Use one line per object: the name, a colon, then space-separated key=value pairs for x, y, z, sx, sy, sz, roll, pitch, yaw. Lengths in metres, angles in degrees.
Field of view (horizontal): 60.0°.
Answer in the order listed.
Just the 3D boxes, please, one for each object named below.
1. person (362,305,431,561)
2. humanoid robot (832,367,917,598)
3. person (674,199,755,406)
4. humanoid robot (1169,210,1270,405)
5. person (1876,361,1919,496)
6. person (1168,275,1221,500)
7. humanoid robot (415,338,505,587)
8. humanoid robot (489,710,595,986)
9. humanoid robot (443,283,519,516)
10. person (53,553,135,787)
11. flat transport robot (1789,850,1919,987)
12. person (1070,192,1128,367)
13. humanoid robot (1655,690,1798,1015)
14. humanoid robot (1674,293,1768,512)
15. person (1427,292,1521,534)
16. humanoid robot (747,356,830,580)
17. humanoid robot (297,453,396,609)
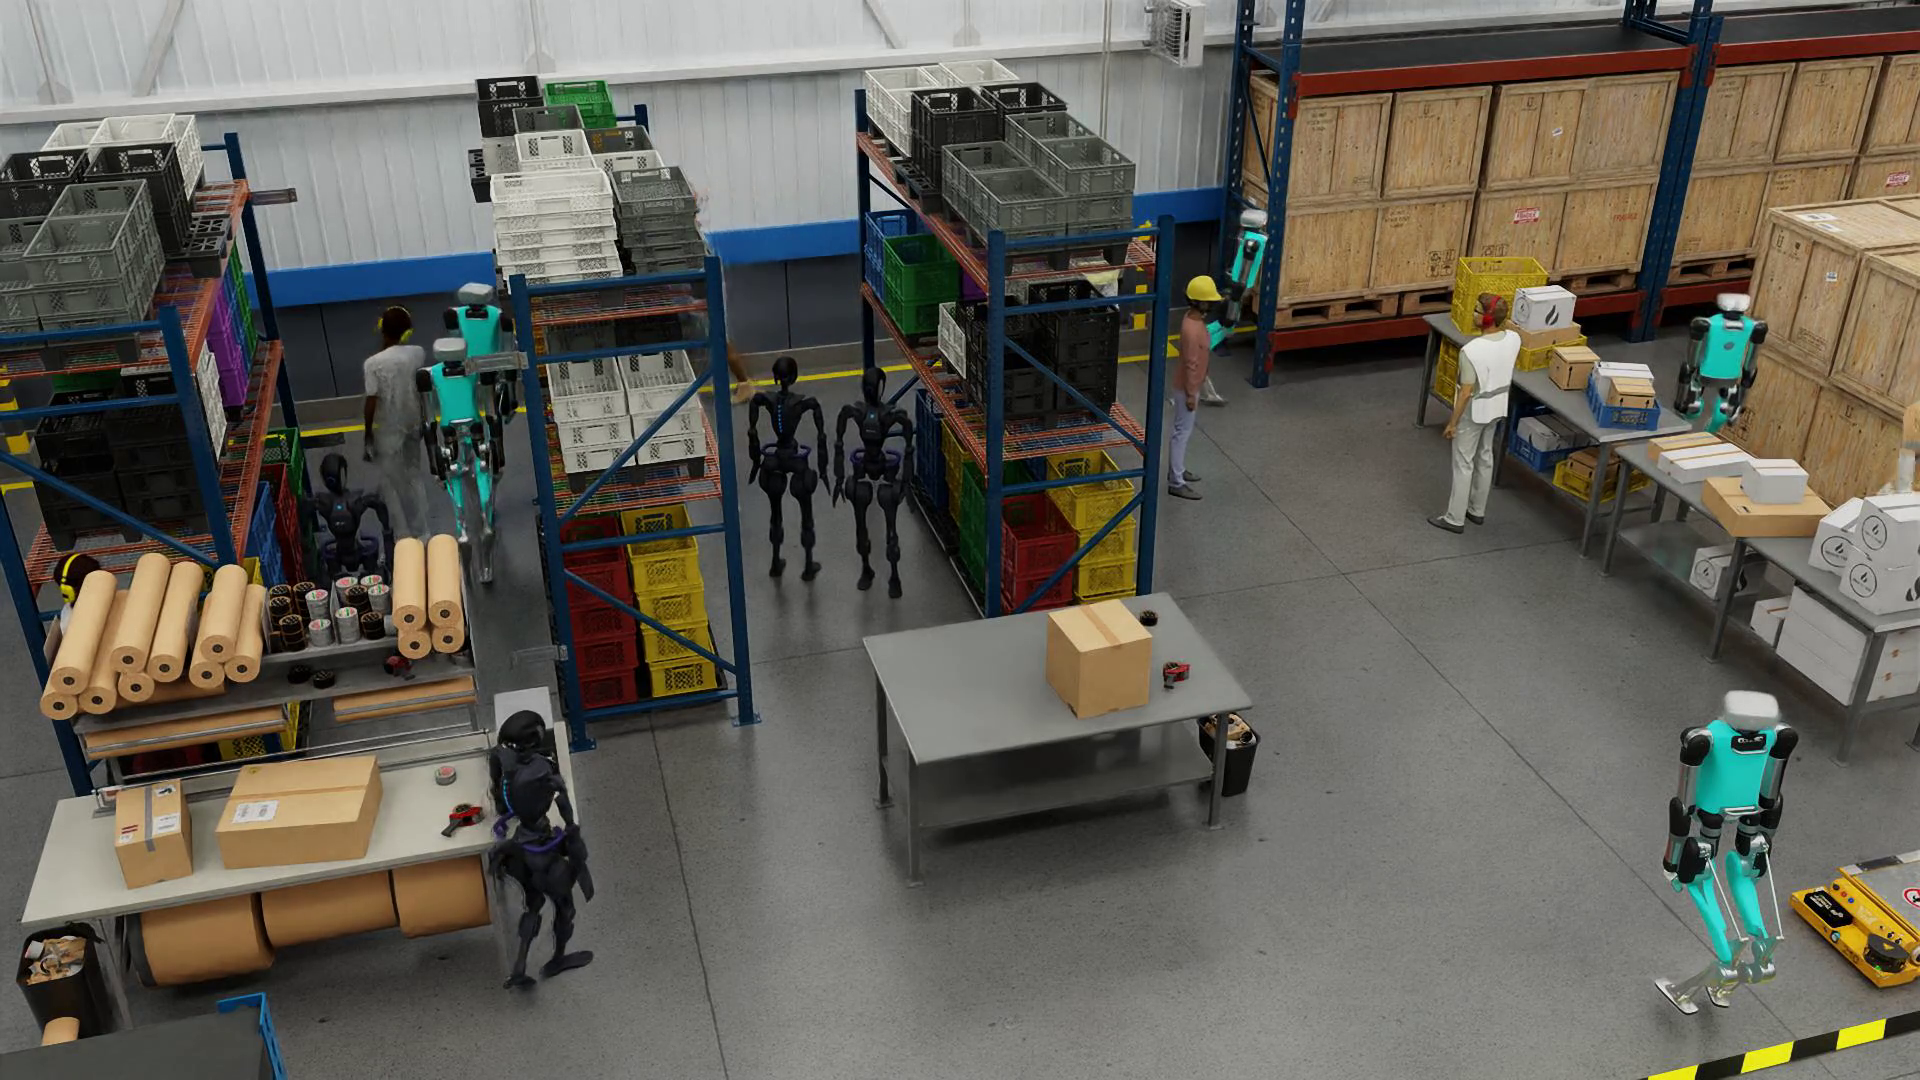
person: x=-4.047 y=-0.760 z=11.940 sx=0.348 sy=1.826 sz=0.678 roll=20 pitch=35 yaw=32
humanoid robot: x=-0.591 y=-0.400 z=11.412 sx=0.605 sy=1.655 sz=0.336 roll=3 pitch=29 yaw=6
person: x=-2.283 y=-2.034 z=14.099 sx=1.111 sy=1.981 sz=0.608 roll=-8 pitch=30 yaw=-14
humanoid robot: x=2.137 y=-1.929 z=14.232 sx=0.877 sy=1.847 sz=0.560 roll=7 pitch=29 yaw=12
person: x=6.515 y=-0.427 z=11.269 sx=0.555 sy=1.886 sz=1.022 roll=-5 pitch=29 yaw=-9
person: x=1.787 y=-1.187 z=12.765 sx=0.328 sy=1.768 sz=0.525 roll=5 pitch=29 yaw=9
humanoid robot: x=-3.377 y=-0.423 z=11.487 sx=0.537 sy=1.854 sz=0.796 roll=-9 pitch=30 yaw=-17
humanoid robot: x=-2.057 y=1.506 z=7.988 sx=0.596 sy=1.641 sz=0.503 roll=18 pitch=33 yaw=29
humanoid robot: x=-3.581 y=-0.947 z=12.382 sx=0.546 sy=1.779 sz=0.875 roll=1 pitch=29 yaw=1
person: x=-4.516 y=0.899 z=8.870 sx=0.334 sy=1.865 sz=0.512 roll=-10 pitch=30 yaw=-18
flat transport robot: x=5.163 y=1.916 z=8.676 sx=1.431 sy=0.231 sz=0.659 roll=-8 pitch=30 yaw=-14
person: x=1.188 y=-2.335 z=14.776 sx=0.621 sy=1.845 sz=0.431 roll=-11 pitch=31 yaw=-19
humanoid robot: x=3.596 y=1.548 z=7.682 sx=0.533 sy=1.676 sz=0.735 roll=-3 pitch=29 yaw=-6
humanoid robot: x=5.693 y=-1.152 z=12.763 sx=0.544 sy=1.792 sz=0.919 roll=5 pitch=29 yaw=9
person: x=3.799 y=-0.918 z=12.190 sx=0.568 sy=1.847 sz=0.380 roll=-19 pitch=34 yaw=-30
humanoid robot: x=-1.203 y=-0.504 z=11.609 sx=0.596 sy=1.653 sz=0.319 roll=5 pitch=29 yaw=9
humanoid robot: x=-3.807 y=0.178 z=10.432 sx=0.611 sy=1.631 sz=0.781 roll=-7 pitch=30 yaw=-13
